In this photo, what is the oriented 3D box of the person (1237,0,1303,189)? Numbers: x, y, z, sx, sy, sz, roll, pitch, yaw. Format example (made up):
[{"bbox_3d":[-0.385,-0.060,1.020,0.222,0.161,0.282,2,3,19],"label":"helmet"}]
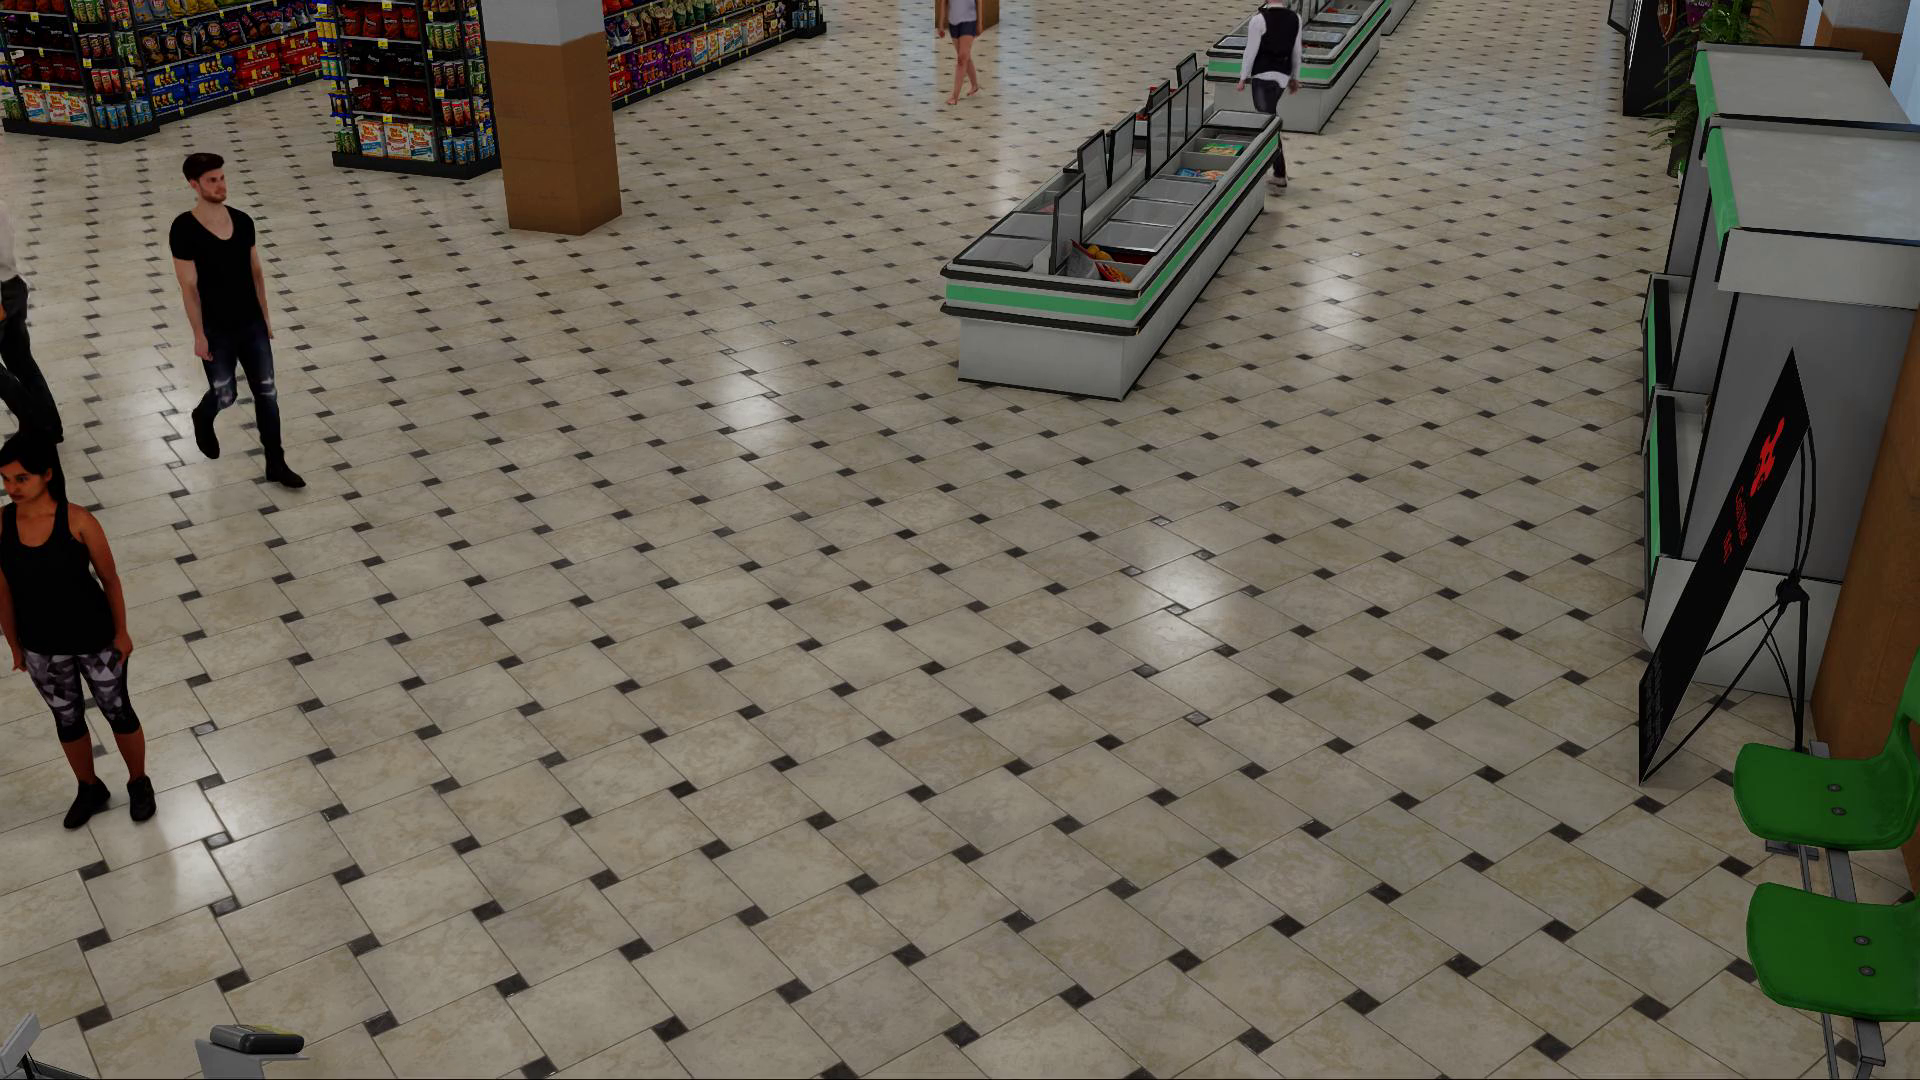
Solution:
[{"bbox_3d":[2.822,-4.052,14.940,1.217,1.769,1.259,-13,30,-24],"label":"person"}]

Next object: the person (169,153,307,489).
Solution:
[{"bbox_3d":[-4.096,-1.199,9.194,0.958,1.878,1.111,20,33,34],"label":"person"}]

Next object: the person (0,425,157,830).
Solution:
[{"bbox_3d":[-3.409,0.346,6.381,0.661,1.666,0.667,-5,27,-9],"label":"person"}]

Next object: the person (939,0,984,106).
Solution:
[{"bbox_3d":[0.064,-5.615,18.151,0.683,1.652,1.143,12,29,23],"label":"person"}]

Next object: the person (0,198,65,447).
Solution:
[{"bbox_3d":[-5.516,-1.403,9.721,0.883,1.765,0.793,-11,29,-21],"label":"person"}]
